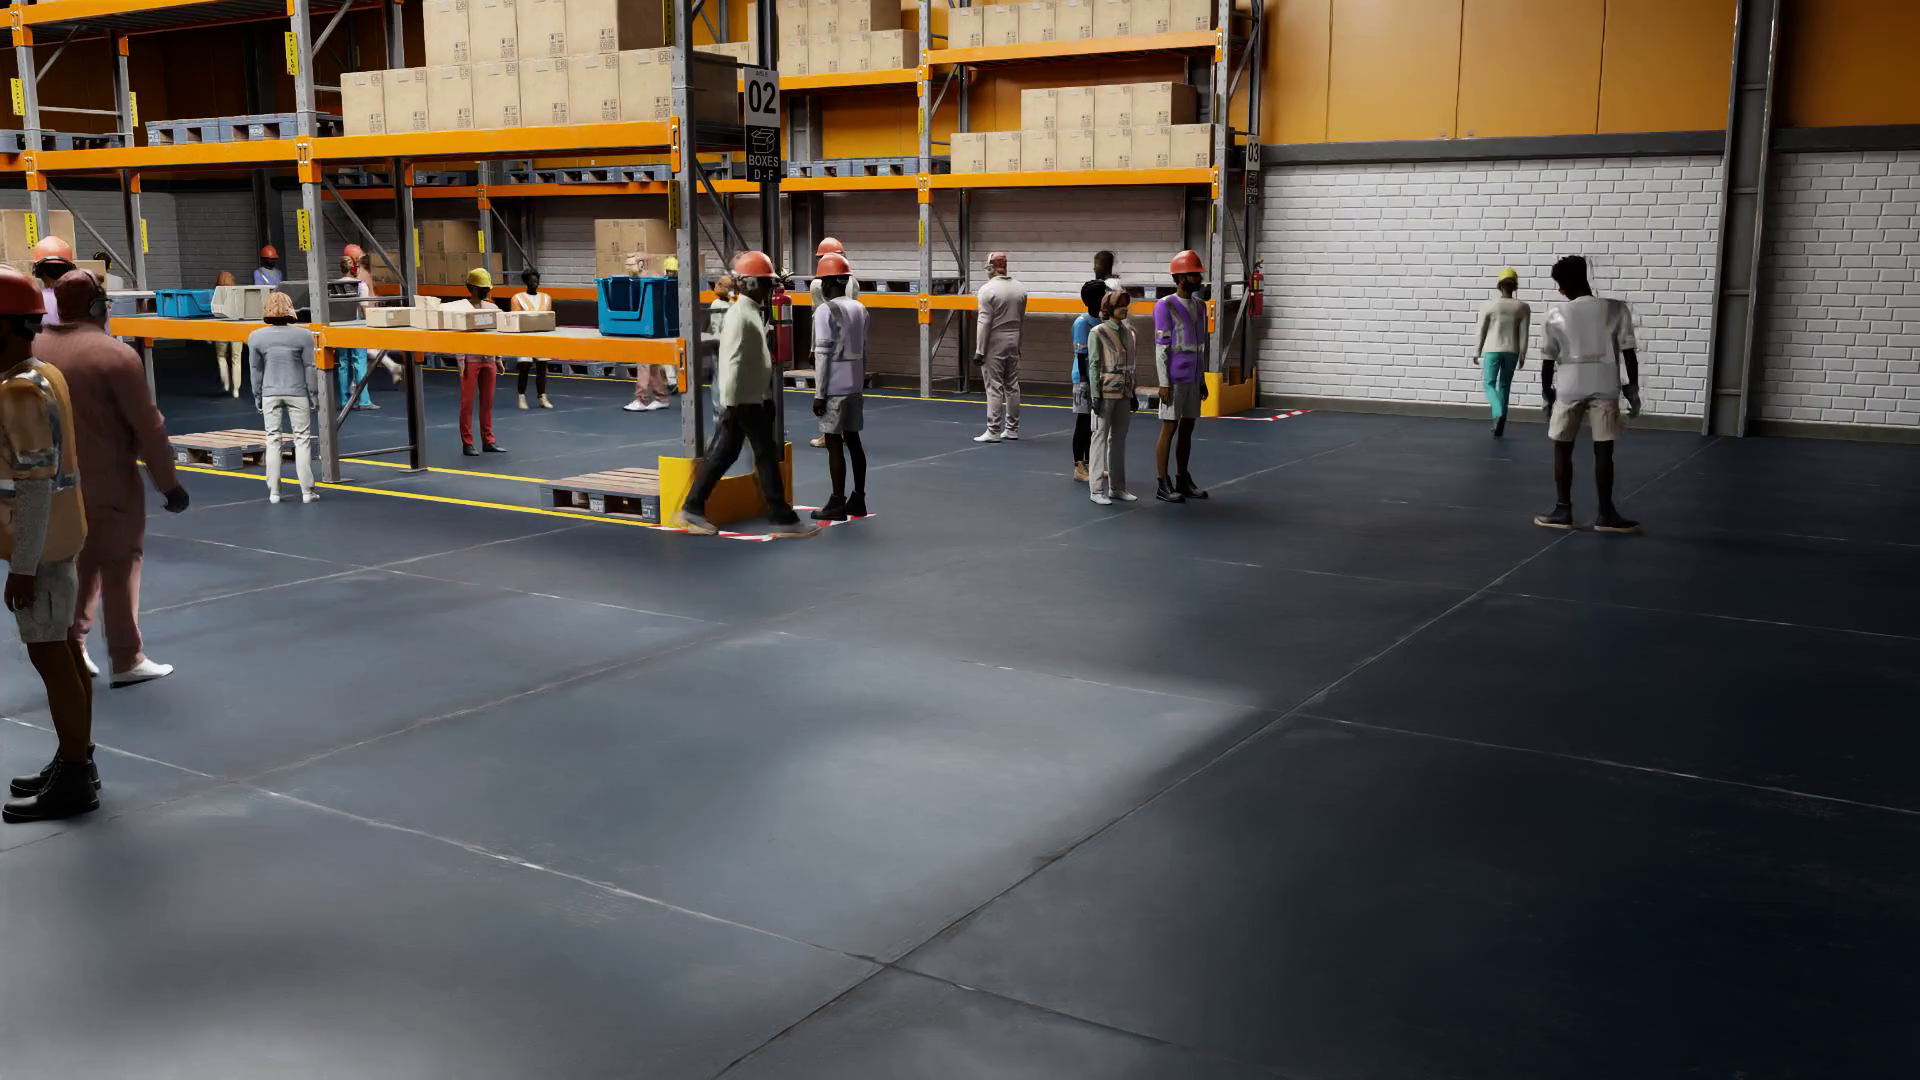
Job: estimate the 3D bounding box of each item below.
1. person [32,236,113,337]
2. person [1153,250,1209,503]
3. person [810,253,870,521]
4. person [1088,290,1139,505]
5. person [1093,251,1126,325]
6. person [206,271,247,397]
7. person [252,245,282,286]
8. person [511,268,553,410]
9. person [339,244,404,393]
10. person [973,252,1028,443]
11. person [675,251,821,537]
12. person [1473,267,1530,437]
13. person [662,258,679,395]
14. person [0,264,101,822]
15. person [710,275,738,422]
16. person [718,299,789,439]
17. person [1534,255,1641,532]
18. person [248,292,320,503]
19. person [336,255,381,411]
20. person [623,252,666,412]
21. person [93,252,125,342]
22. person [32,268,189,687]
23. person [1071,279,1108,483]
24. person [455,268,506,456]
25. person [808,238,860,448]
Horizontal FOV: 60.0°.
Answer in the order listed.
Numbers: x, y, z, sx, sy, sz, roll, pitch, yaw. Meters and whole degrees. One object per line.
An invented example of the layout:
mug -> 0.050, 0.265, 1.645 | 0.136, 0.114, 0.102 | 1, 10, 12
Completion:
person -> -5.936, -0.979, 11.045 | 0.605, 2.045, 0.378 | -9, 13, -39
person -> 1.735, -1.265, 12.913 | 0.545, 1.942, 0.349 | -10, 14, -43
person -> -0.894, -1.107, 12.081 | 0.386, 1.932, 0.544 | 6, 12, 31
person -> 1.178, -1.099, 12.822 | 0.517, 1.645, 0.308 | -10, 14, -44
person -> 1.660, -2.304, 18.783 | 0.466, 1.898, 0.609 | 1, 10, 7
person -> -9.468, -2.657, 21.510 | 0.537, 1.612, 0.477 | -5, 11, -25
person -> -10.603, -3.559, 25.635 | 0.377, 1.936, 0.549 | 4, 11, 20
person -> -5.110, -2.407, 19.919 | 0.541, 1.695, 0.317 | -9, 14, -42
person -> -7.840, -2.922, 22.015 | 0.735, 1.970, 0.621 | -2, 10, -8
person -> 0.376, -1.925, 16.685 | 0.408, 1.903, 0.638 | 10, 14, 43
person -> -1.497, -0.974, 11.291 | 0.997, 1.953, 0.632 | -1, 10, -4
person -> 5.611, -1.938, 17.174 | 0.522, 1.742, 0.753 | 0, 10, 0
person -> -3.752, -2.802, 21.854 | 0.607, 1.779, 0.944 | -6, 12, -30
person -> -3.264, 0.015, 5.831 | 0.361, 1.939, 0.543 | -4, 11, -21
person -> -2.606, -2.124, 18.526 | 0.289, 1.633, 0.501 | 4, 11, 19
person -> -2.135, -1.798, 16.841 | 0.721, 1.587, 0.539 | 2, 10, 11
person -> 4.434, -1.016, 11.611 | 0.765, 1.929, 0.370 | 4, 11, 21
person -> -5.207, -1.092, 12.839 | 0.498, 1.629, 0.286 | -1, 10, -7
person -> -7.226, -2.445, 19.718 | 0.564, 1.846, 0.390 | 4, 11, 20
person -> -3.779, -2.431, 19.575 | 0.699, 1.867, 0.875 | 10, 14, 43
person -> -11.182, -2.838, 21.843 | 0.310, 1.864, 0.533 | 5, 11, 25
person -> -3.867, -0.263, 7.489 | 0.671, 1.898, 0.428 | 4, 11, 19
person -> 1.114, -1.334, 13.977 | 0.318, 1.697, 0.534 | 5, 11, 27
person -> -4.532, -1.678, 15.711 | 0.329, 1.761, 0.522 | 7, 13, 35
person -> -1.253, -1.917, 16.248 | 0.374, 2.043, 0.611 | 8, 13, 38
